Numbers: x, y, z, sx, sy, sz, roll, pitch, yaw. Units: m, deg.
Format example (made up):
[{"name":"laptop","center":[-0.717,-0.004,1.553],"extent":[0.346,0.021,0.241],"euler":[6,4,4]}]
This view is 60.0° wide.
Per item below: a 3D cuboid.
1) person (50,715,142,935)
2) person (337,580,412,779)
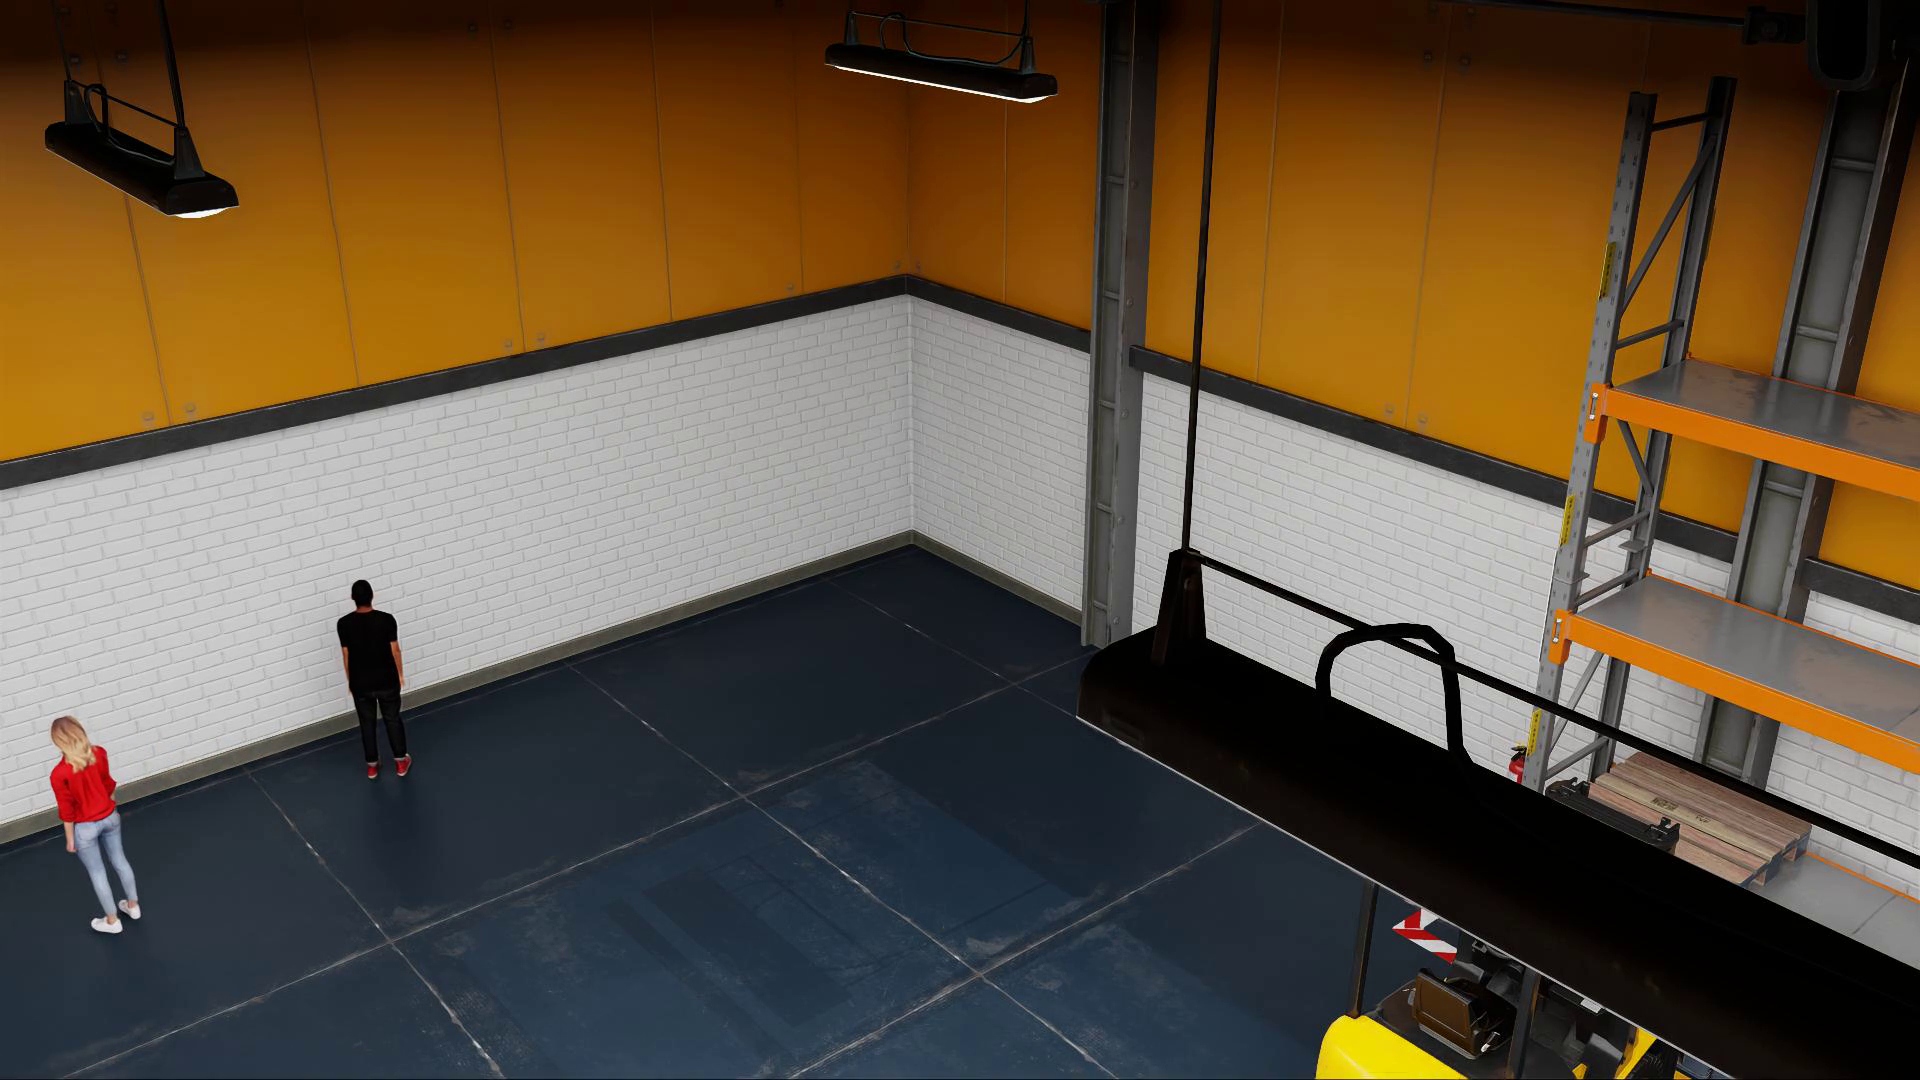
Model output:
[{"name":"person","center":[-6.151,2.014,11.803],"extent":[0.670,1.704,0.694],"euler":[10,26,22]},{"name":"person","center":[-4.838,1.146,13.725],"extent":[0.695,1.756,0.687],"euler":[-7,24,-15]}]
